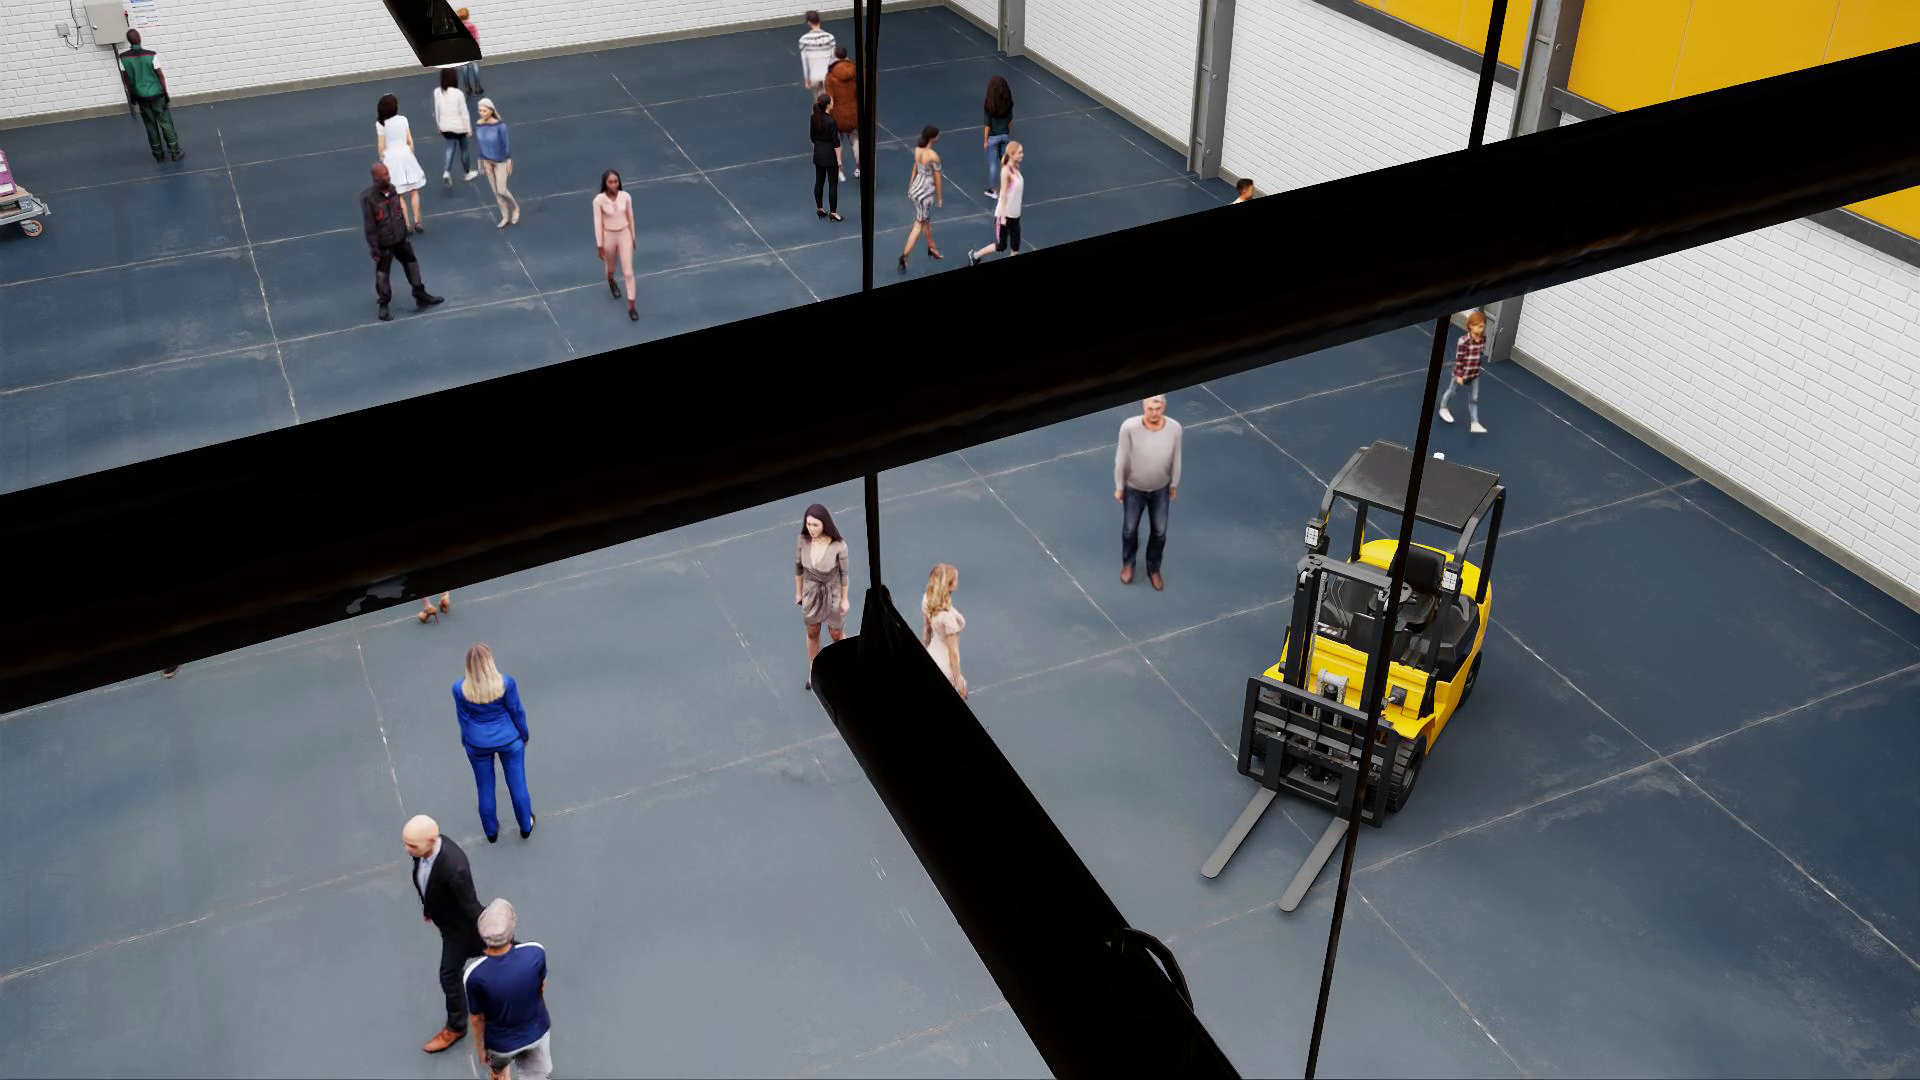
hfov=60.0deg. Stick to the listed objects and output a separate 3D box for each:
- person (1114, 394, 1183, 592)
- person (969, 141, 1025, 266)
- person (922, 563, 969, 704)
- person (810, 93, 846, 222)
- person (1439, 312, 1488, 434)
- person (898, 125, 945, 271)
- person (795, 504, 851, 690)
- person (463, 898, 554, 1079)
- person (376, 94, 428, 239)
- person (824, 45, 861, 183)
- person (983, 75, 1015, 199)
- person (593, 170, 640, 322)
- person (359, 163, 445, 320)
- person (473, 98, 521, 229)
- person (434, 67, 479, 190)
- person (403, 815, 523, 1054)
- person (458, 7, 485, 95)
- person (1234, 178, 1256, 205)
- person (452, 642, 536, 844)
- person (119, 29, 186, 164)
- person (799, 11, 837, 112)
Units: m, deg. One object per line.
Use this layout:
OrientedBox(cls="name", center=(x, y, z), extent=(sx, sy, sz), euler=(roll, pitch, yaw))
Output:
OrientedBox(cls="person", center=(1.618, -0.497, 14.464), extent=(0.852, 1.910, 0.850), euler=(-1, 34, -1))
OrientedBox(cls="person", center=(0.481, -3.846, 19.631), extent=(1.100, 1.767, 0.972), euler=(16, 37, 22))
OrientedBox(cls="person", center=(-0.237, 1.002, 12.325), extent=(0.684, 1.781, 1.086), euler=(-12, 36, -18))
OrientedBox(cls="person", center=(-1.720, -4.902, 21.316), extent=(0.636, 1.661, 0.750), euler=(23, 40, 31))
OrientedBox(cls="person", center=(5.099, -1.738, 16.907), extent=(0.555, 1.271, 0.891), euler=(-12, 35, -17))
OrientedBox(cls="person", center=(-0.503, -4.051, 19.930), extent=(0.884, 1.777, 0.972), euler=(-29, 43, -36))
OrientedBox(cls="person", center=(-1.085, 0.457, 13.176), extent=(0.668, 1.746, 0.706), euler=(8, 35, 12))
OrientedBox(cls="person", center=(-2.505, 2.873, 9.488), extent=(0.622, 1.805, 0.809), euler=(-16, 37, -23))
OrientedBox(cls="person", center=(-7.003, -4.669, 20.840), extent=(0.737, 1.799, 0.742), euler=(-21, 39, -28))
OrientedBox(cls="person", center=(-1.558, -5.742, 22.421), extent=(0.750, 1.837, 0.733), euler=(-20, 39, -28))
OrientedBox(cls="person", center=(0.496, -5.342, 22.018), extent=(0.581, 1.616, 0.567), euler=(-15, 36, -21))
OrientedBox(cls="person", center=(-3.966, -3.419, 19.061), extent=(0.628, 1.687, 1.143), euler=(-13, 36, -19))
OrientedBox(cls="person", center=(-6.576, -3.443, 18.990), extent=(1.051, 1.805, 1.019), euler=(24, 40, 32))
OrientedBox(cls="person", center=(-5.861, -4.816, 21.162), extent=(0.754, 1.688, 0.814), euler=(11, 35, 17))
OrientedBox(cls="person", center=(-6.804, -5.518, 22.280), extent=(0.995, 1.619, 1.098), euler=(8, 34, 12))
OrientedBox(cls="person", center=(-3.066, 2.317, 10.357), extent=(1.204, 1.770, 1.043), euler=(28, 43, 36))
OrientedBox(cls="person", center=(-7.571, -7.504, 25.544), extent=(0.596, 1.313, 0.613), euler=(-1, 34, -2))
OrientedBox(cls="person", center=(3.247, -3.524, 19.427), extent=(0.658, 1.456, 0.570), euler=(6, 34, 9))
OrientedBox(cls="person", center=(-3.288, 1.433, 11.750), extent=(0.666, 1.700, 0.619), euler=(-6, 34, -9))
OrientedBox(cls="person", center=(-11.228, -6.154, 23.039), extent=(0.744, 1.839, 0.705), euler=(-6, 34, -9))
OrientedBox(cls="person", center=(-1.969, -6.543, 23.635), extent=(0.981, 1.826, 1.086), euler=(3, 34, 5))
